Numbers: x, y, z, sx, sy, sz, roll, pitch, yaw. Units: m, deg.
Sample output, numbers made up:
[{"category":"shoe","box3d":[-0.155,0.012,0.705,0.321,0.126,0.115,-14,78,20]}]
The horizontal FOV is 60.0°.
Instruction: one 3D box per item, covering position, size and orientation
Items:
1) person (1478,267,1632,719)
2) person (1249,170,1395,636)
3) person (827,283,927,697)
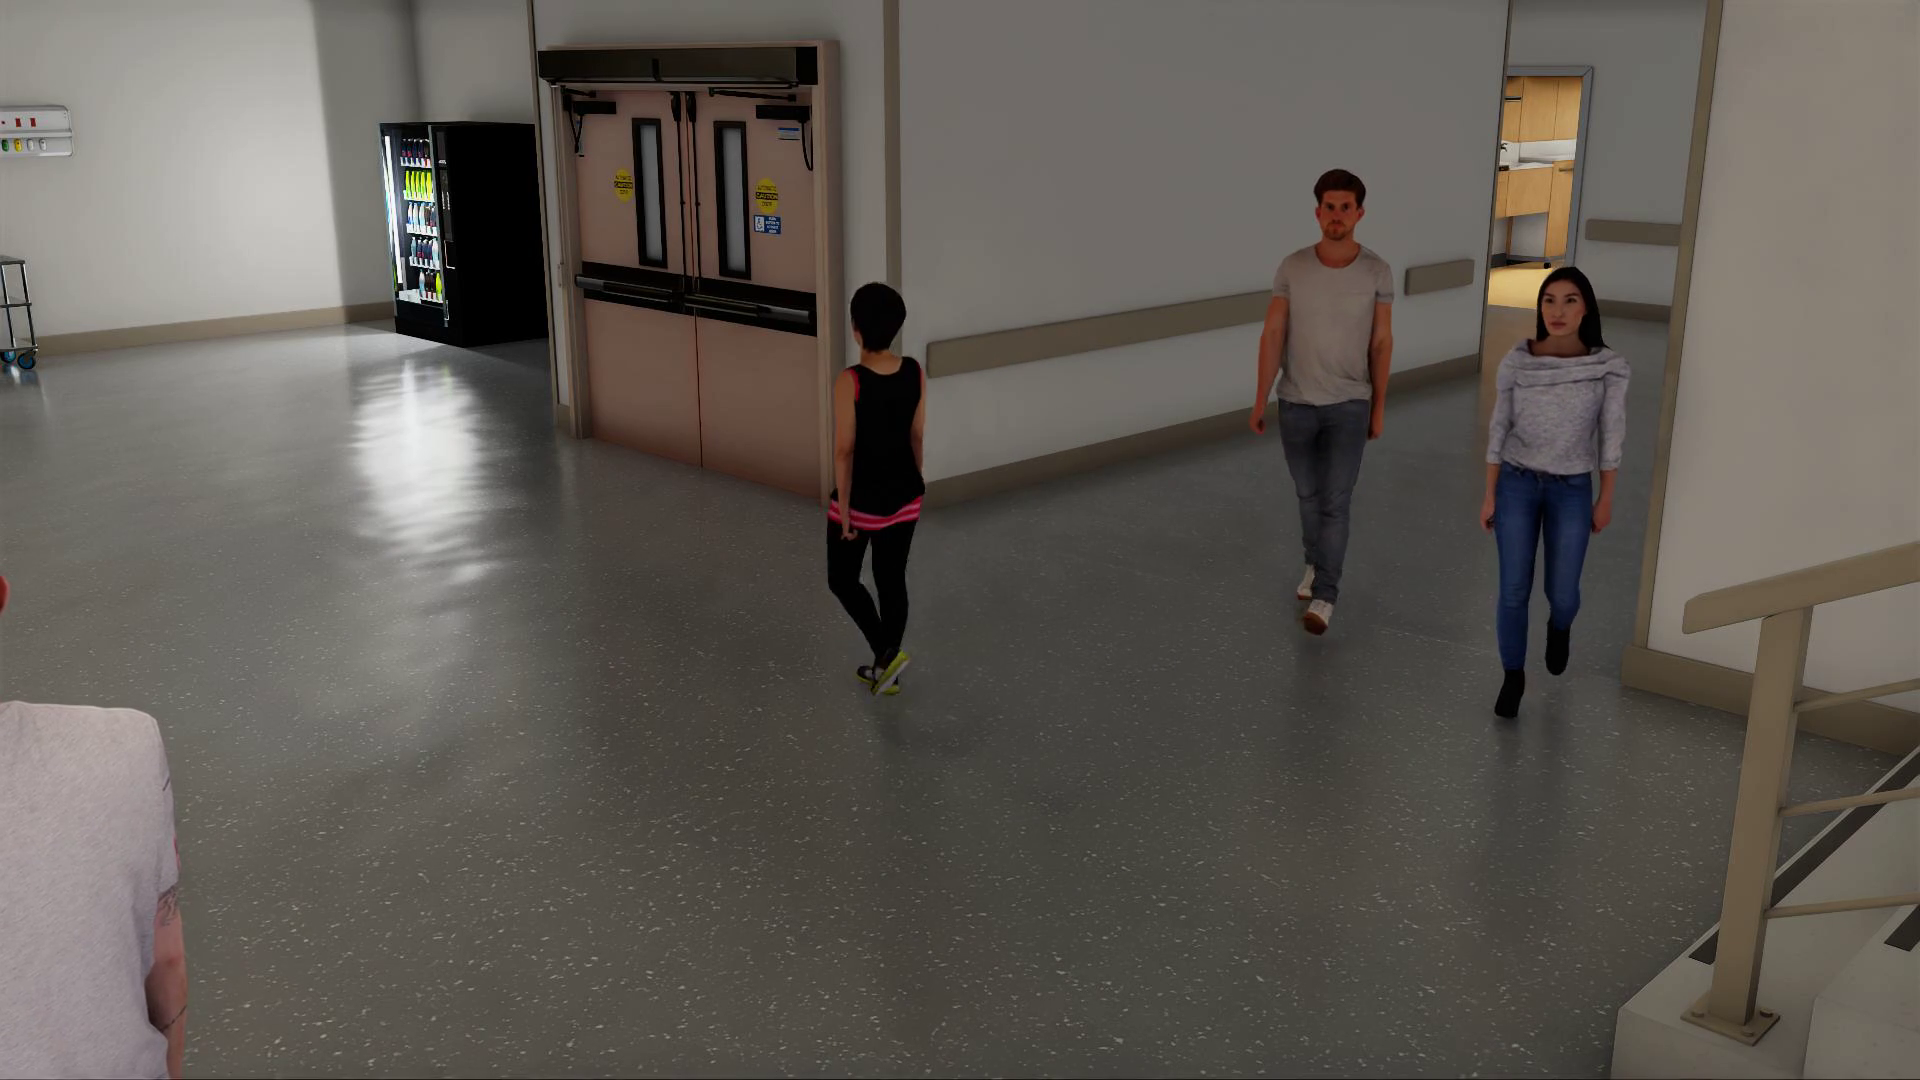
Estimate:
[{"category":"person","box3d":[2.095,-0.165,5.940,0.769,1.617,0.793,8,18,26]},{"category":"person","box3d":[1.528,-0.569,6.956,1.240,1.842,1.056,6,17,21]},{"category":"person","box3d":[-0.266,-0.142,6.001,0.638,1.539,0.790,-9,18,-30]}]
